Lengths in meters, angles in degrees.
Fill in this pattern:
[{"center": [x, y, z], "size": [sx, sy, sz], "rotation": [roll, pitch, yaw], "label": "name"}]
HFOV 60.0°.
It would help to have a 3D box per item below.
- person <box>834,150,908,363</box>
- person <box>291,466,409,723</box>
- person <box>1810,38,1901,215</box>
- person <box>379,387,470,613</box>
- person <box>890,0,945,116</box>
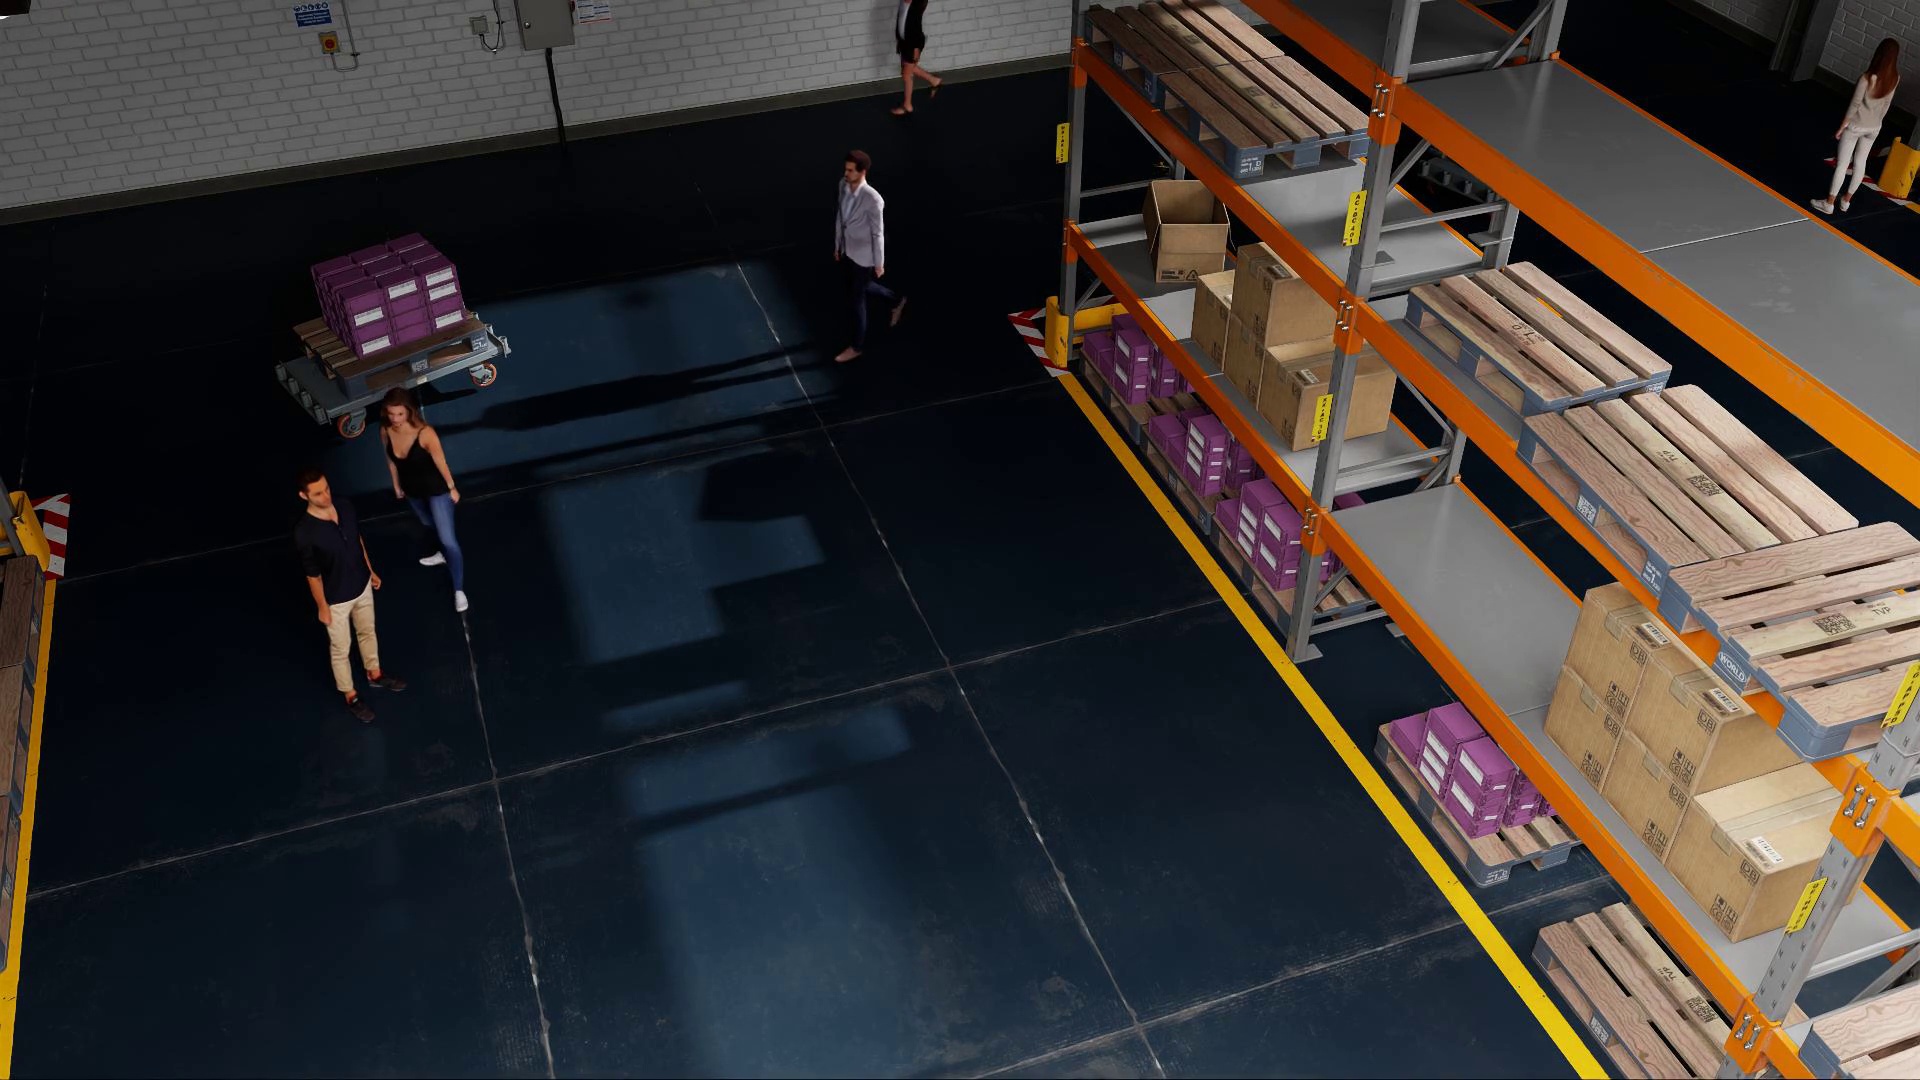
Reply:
[{"center": [-0.758, -2.394, 13.730], "size": [0.925, 1.829, 1.082], "rotation": [-25, 45, -28], "label": "person"}, {"center": [-3.839, 0.297, 10.336], "size": [0.750, 1.858, 0.699], "rotation": [18, 42, 21], "label": "person"}, {"center": [8.525, -3.902, 15.709], "size": [0.626, 1.715, 0.601], "rotation": [-6, 39, -8], "label": "person"}, {"center": [-3.622, -0.378, 11.312], "size": [0.971, 1.696, 1.022], "rotation": [16, 41, 19], "label": "person"}, {"center": [-0.460, -5.282, 17.572], "size": [0.620, 1.546, 0.802], "rotation": [-15, 41, -18], "label": "person"}]
